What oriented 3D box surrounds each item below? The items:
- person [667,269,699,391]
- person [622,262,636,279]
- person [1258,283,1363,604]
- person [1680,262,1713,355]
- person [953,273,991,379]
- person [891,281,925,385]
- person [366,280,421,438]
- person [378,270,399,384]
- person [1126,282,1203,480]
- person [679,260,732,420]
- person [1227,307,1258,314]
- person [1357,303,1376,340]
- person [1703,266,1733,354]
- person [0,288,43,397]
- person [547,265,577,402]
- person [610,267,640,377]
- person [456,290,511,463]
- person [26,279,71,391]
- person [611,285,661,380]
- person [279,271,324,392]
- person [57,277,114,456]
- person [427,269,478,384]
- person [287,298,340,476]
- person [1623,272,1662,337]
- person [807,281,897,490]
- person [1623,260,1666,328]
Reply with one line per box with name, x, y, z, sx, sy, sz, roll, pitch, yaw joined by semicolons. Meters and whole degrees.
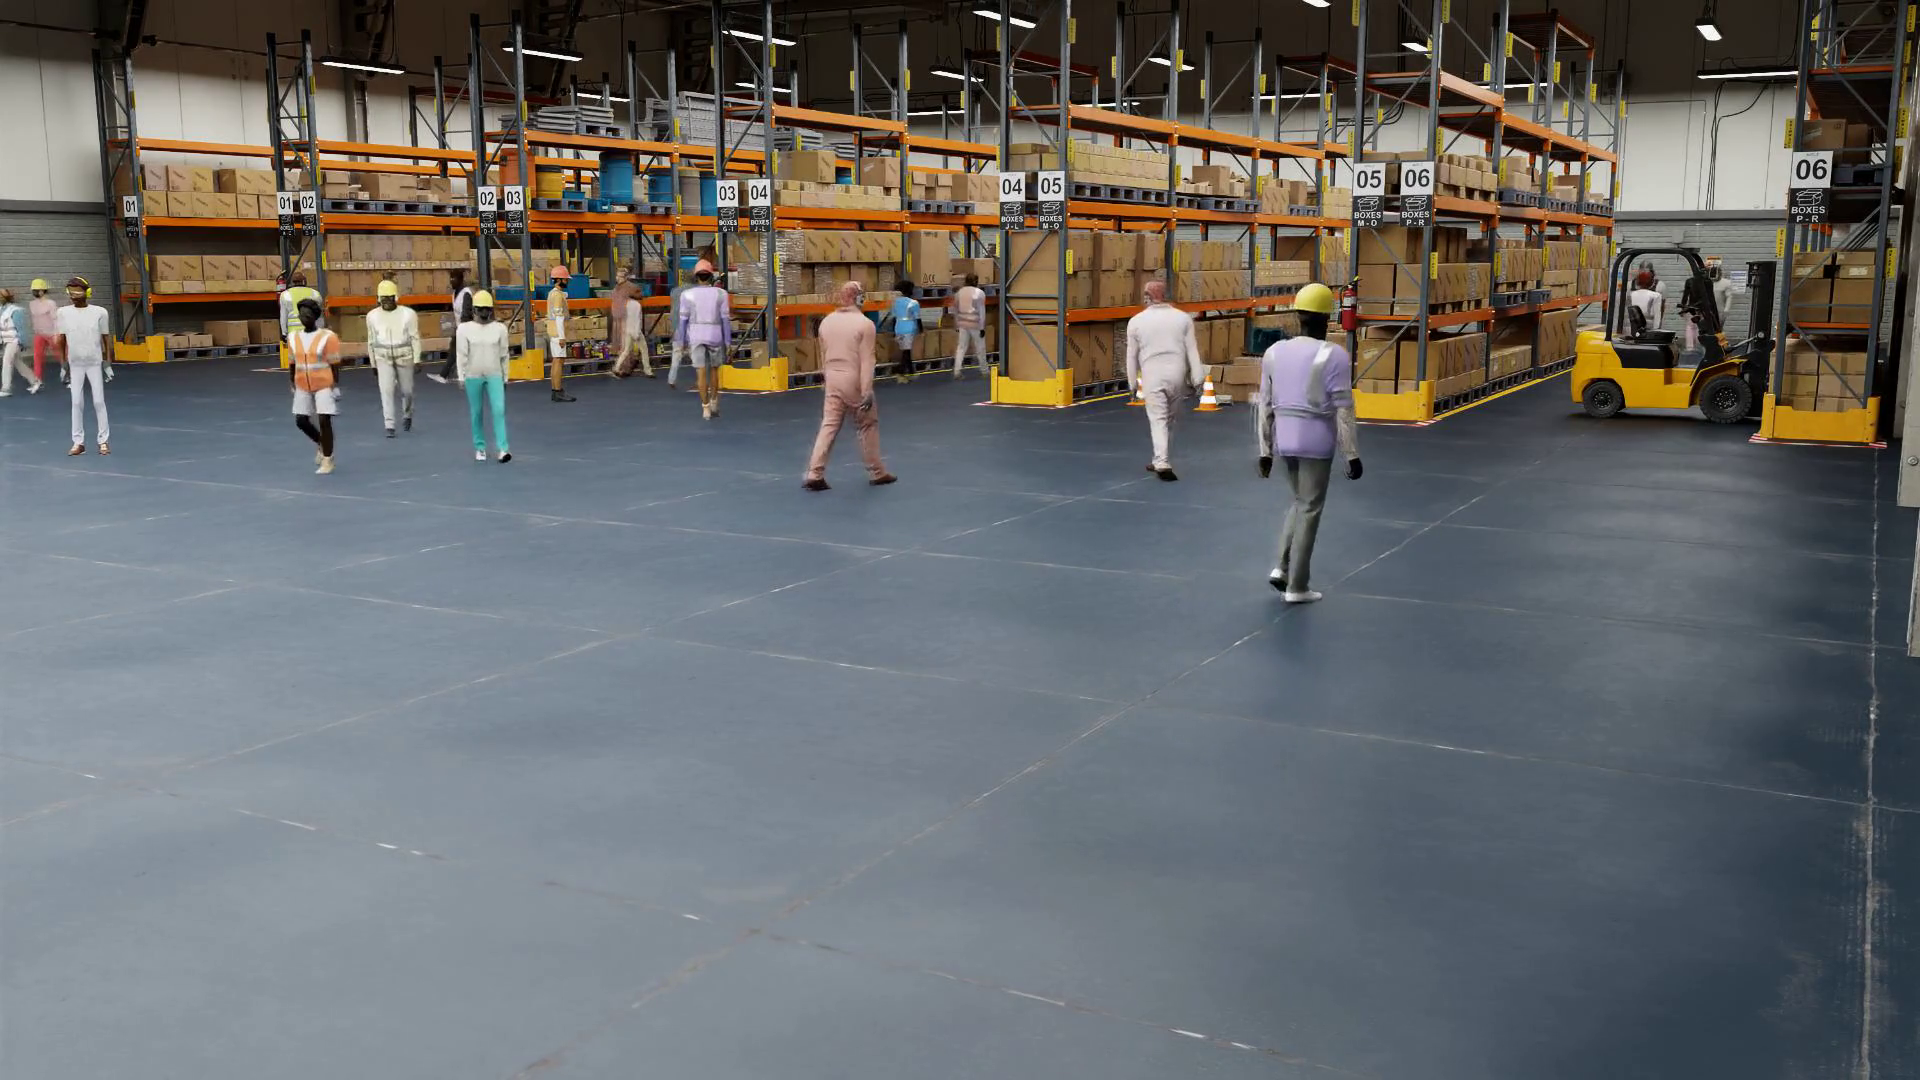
person;-4.221;-3.242;25.711;0.702;1.882;0.836;-9;13;-41
person;-7.125;-5.033;36.012;0.635;1.934;0.350;9;13;41
person;2.088;-0.562;9.904;0.426;1.911;0.597;-7;12;-36
person;15.526;-4.867;35.017;0.716;1.976;0.523;-1;10;-8
person;0.202;-3.605;28.069;0.646;1.804;0.872;7;12;34
person;-0.788;-3.361;26.992;0.556;1.659;0.818;8;13;39
person;-6.551;-2.112;19.285;0.589;1.811;0.797;-2;10;-14
person;-9.231;-3.438;26.948;0.324;1.842;0.514;-7;12;-37
person;1.913;-1.493;15.593;0.686;1.844;0.954;-2;10;-9
person;-3.279;-2.565;21.332;0.642;2.009;0.908;-2;10;-13
person;6.156;-5.060;36.135;0.611;1.941;0.589;9;13;42
person;8.977;-5.070;36.466;0.510;1.860;0.333;2;10;12
person;16.124;-4.914;35.537;0.645;1.885;0.952;4;11;23
person;-14.081;-2.949;24.765;0.523;1.612;0.770;6;11;32
person;-5.706;-2.944;23.777;0.377;1.938;0.547;-4;10;-20
person;-5.731;-3.720;28.470;0.491;1.885;0.676;-9;13;-42
person;-4.751;-1.618;16.642;0.534;1.726;0.894;-4;10;-22
person;-14.207;-3.211;25.975;0.534;1.729;0.887;3;10;16
person;-5.488;-3.475;27.886;0.819;1.599;0.511;-8;12;-37
person;-10.024;-3.166;25.362;0.633;1.839;0.429;-5;11;-28
person;-9.116;-1.809;17.353;0.515;1.864;0.336;-3;10;-16
person;-8.043;-3.404;26.695;1.004;1.857;0.593;-8;12;-39
person;-6.126;-1.464;15.861;0.539;1.687;0.443;1;10;6
person;10.403;-3.158;25.336;0.628;1.829;0.980;9;13;43
person;-0.994;-1.371;14.834;0.660;1.857;1.029;7;12;35
person;11.782;-3.856;28.814;0.694;2.000;0.940;6;12;33
